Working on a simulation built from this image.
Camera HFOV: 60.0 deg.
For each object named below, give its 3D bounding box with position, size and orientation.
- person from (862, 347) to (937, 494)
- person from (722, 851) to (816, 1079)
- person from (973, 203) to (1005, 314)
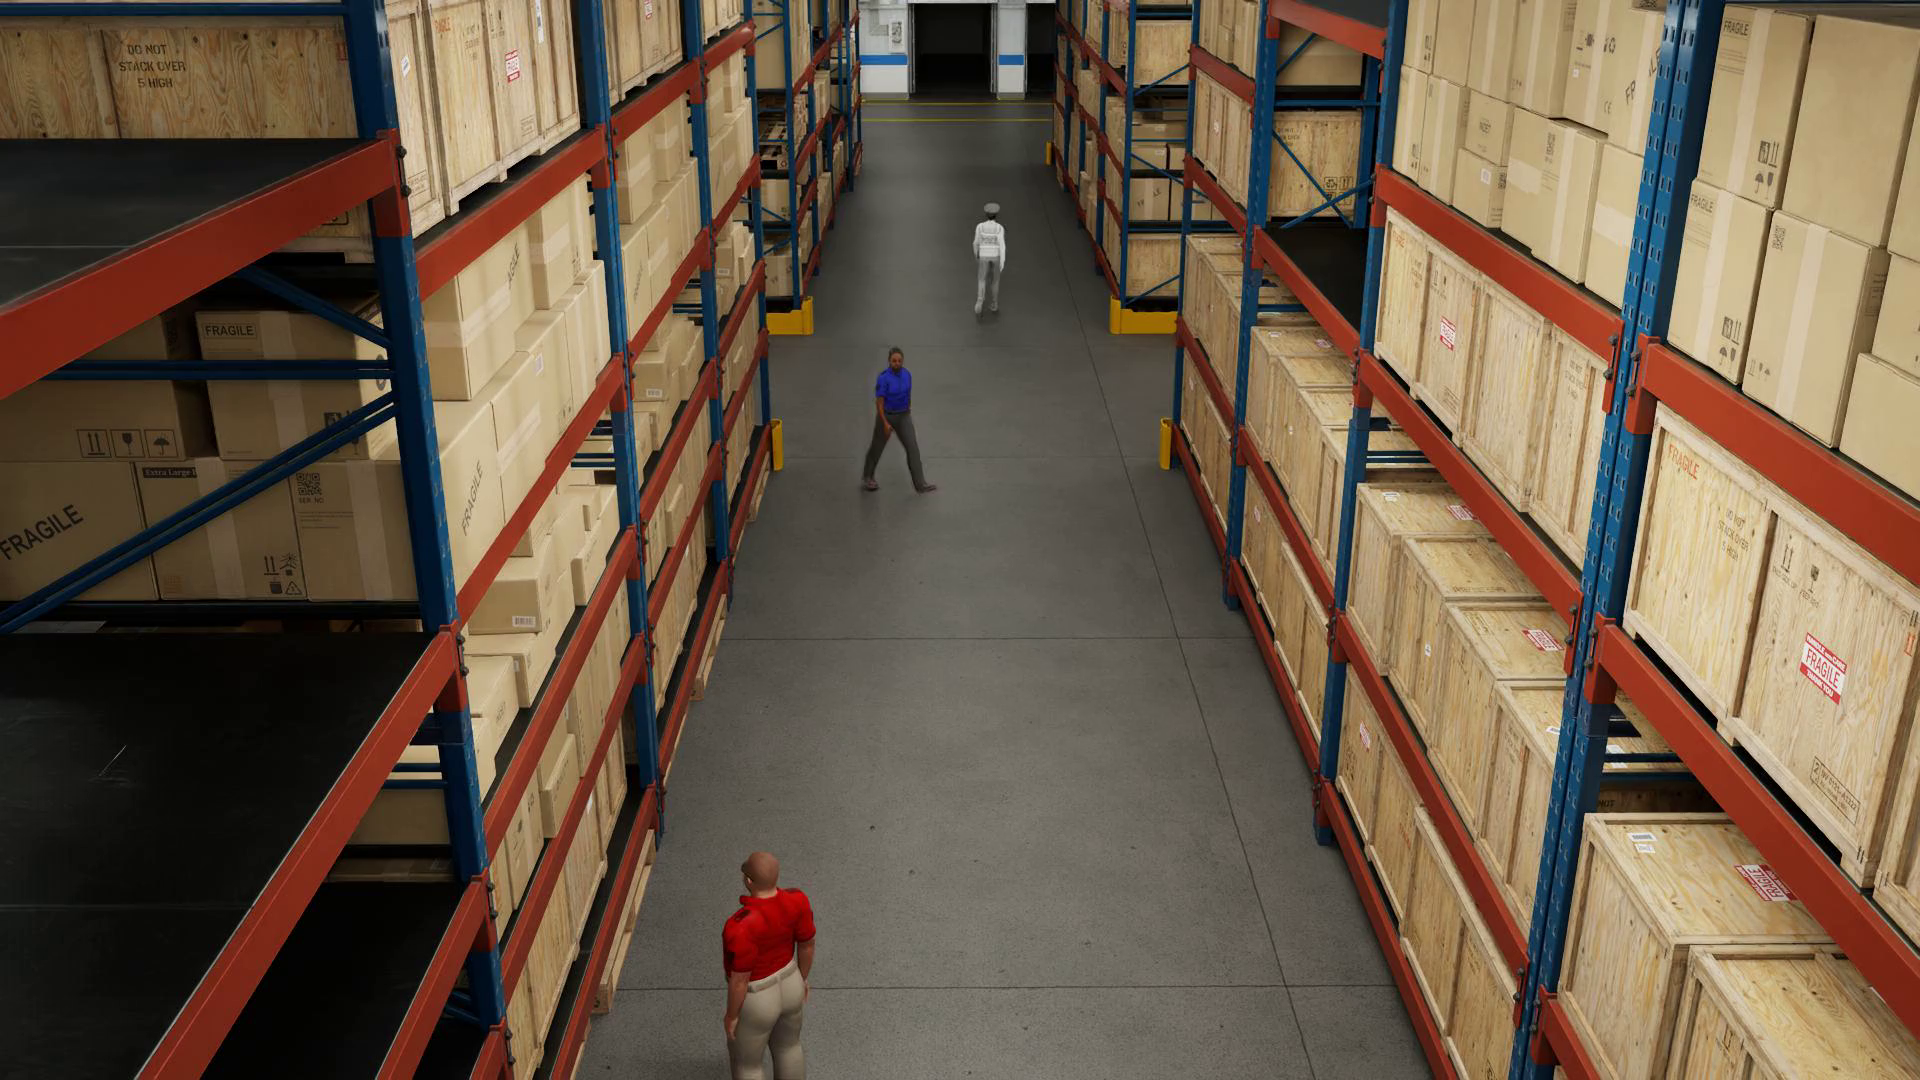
[{"bbox_3d":[-0.686,-1.284,17.912,0.606,1.616,0.962,-15,26,-34],"label":"person"},{"bbox_3d":[-1.034,2.346,8.616,0.395,1.725,0.530,19,29,40],"label":"person"},{"bbox_3d":[0.445,-4.303,25.545,0.502,1.676,0.801,1,22,3],"label":"person"}]
